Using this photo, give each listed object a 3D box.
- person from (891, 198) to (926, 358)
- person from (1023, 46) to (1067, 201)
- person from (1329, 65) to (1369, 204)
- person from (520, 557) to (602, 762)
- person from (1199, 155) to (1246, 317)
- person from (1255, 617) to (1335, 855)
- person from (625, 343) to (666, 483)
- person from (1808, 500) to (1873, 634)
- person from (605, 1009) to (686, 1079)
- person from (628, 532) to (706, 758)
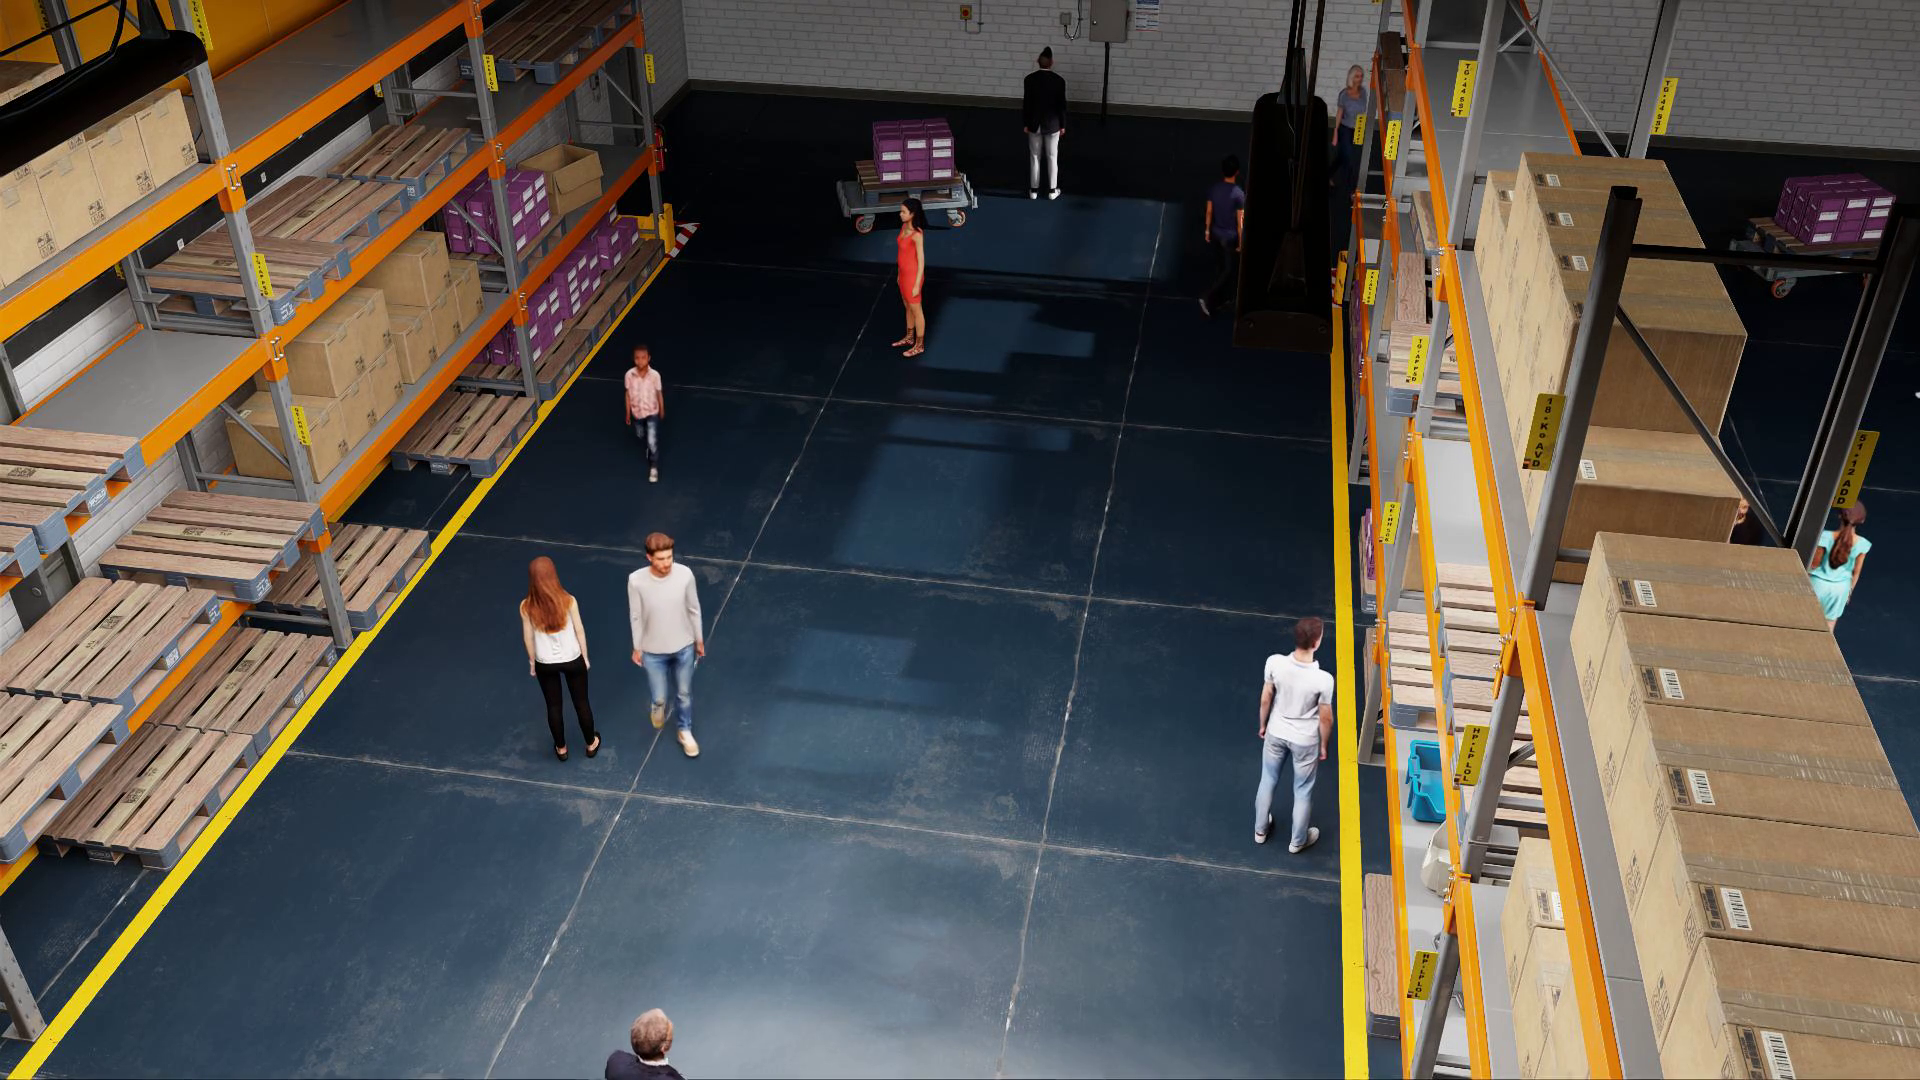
[{"bbox_3d":[-0.505,-2.744,17.316,0.731,1.719,0.647,-16,37,-22],"label":"person"},{"bbox_3d":[1.055,-5.241,20.866,0.697,1.948,0.581,7,34,10],"label":"person"},{"bbox_3d":[4.858,-5.147,20.969,1.028,1.677,1.148,-17,37,-24],"label":"person"},{"bbox_3d":[-2.861,0.865,11.886,0.633,1.719,0.602,-5,34,-7],"label":"person"},{"bbox_3d":[2.822,-3.270,18.054,0.949,1.778,1.091,26,42,34],"label":"person"},{"bbox_3d":[2.225,1.307,11.097,0.718,1.855,0.676,19,38,26],"label":"person"},{"bbox_3d":[-2.917,-1.239,15.437,0.558,1.292,0.900,2,34,3],"label":"person"},{"bbox_3d":[6.666,0.361,12.789,0.578,1.558,0.568,11,35,16],"label":"person"},{"bbox_3d":[-1.604,3.129,8.438,0.835,1.766,1.255,12,35,17],"label":"person"},{"bbox_3d":[-2.130,0.700,11.980,0.877,1.889,0.953,-11,35,-16],"label":"person"}]
